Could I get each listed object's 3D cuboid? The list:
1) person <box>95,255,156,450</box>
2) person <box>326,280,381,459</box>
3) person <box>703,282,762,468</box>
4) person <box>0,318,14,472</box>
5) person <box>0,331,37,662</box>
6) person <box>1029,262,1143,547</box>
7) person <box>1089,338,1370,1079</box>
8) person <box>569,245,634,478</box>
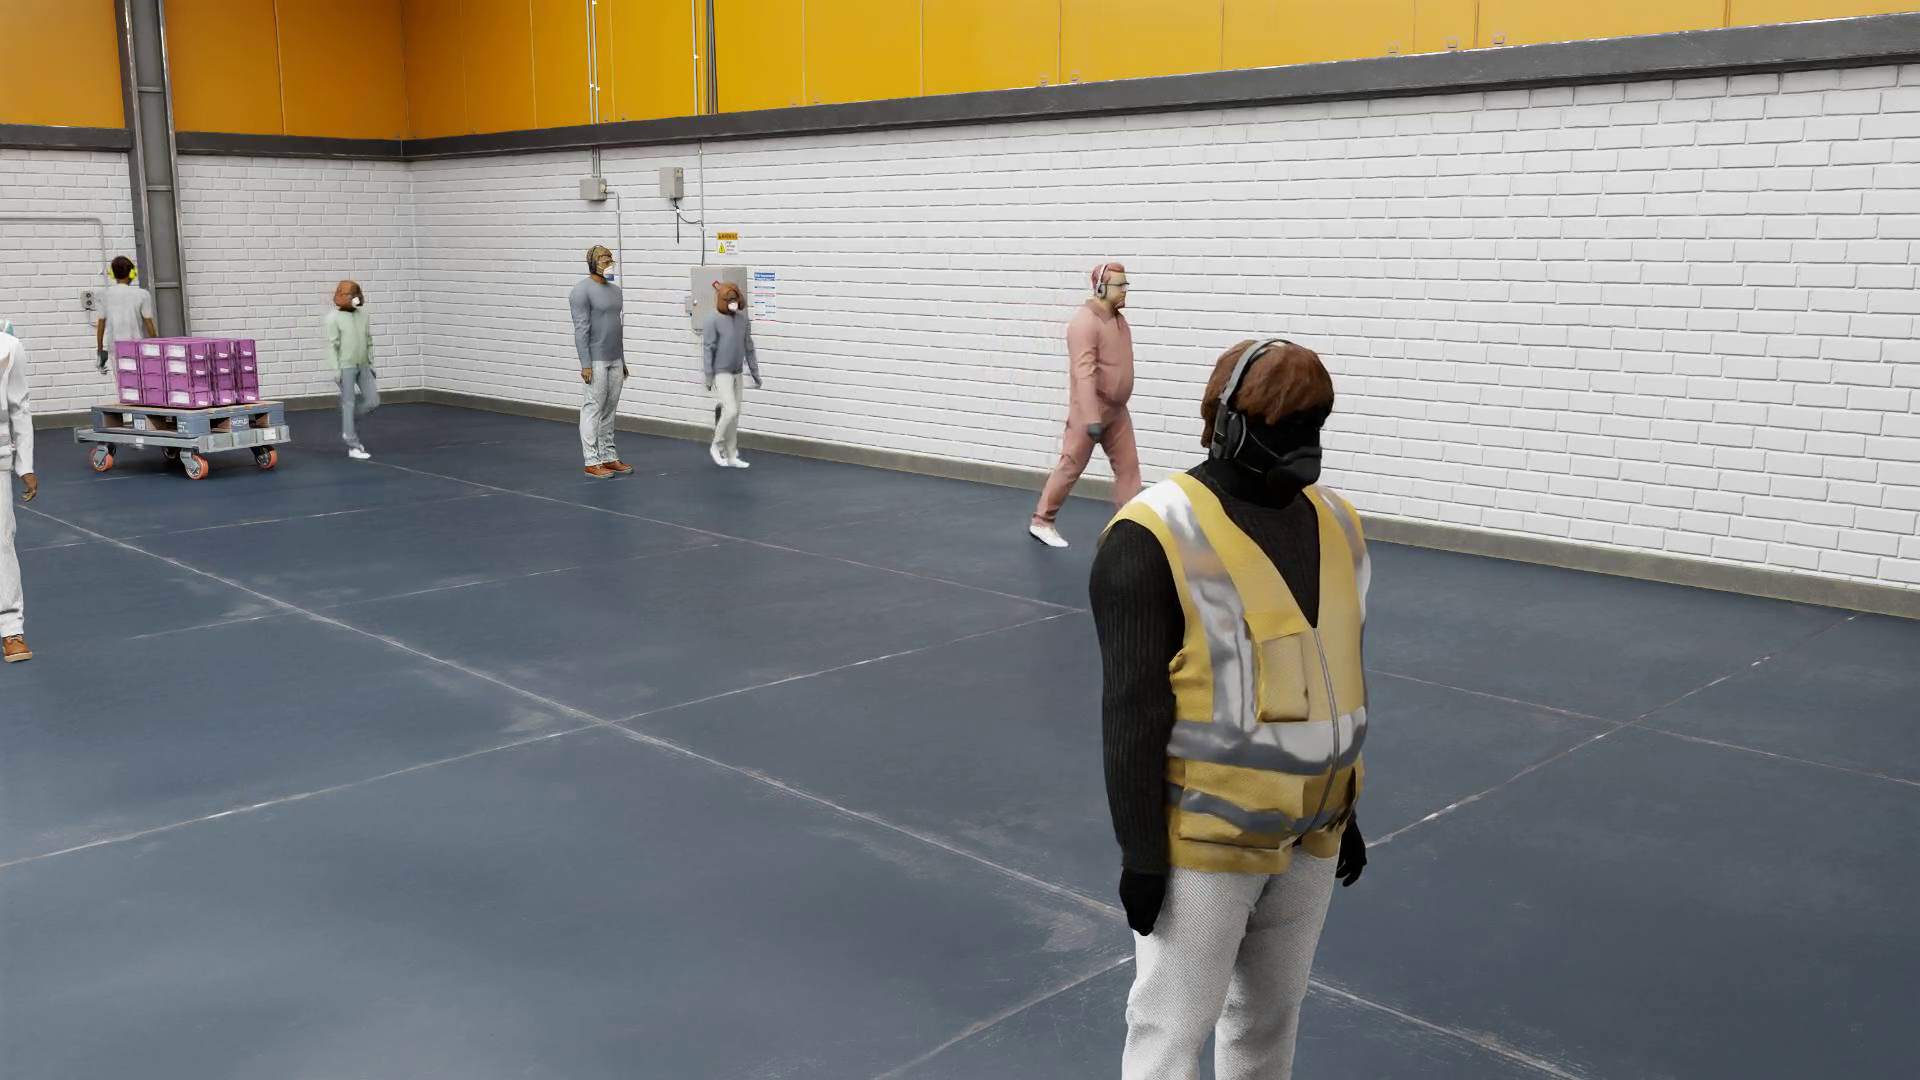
[{"bbox_3d":[-7.939,-1.784,15.838,0.558,1.837,0.797,-2,11,-11],"label":"person"},{"bbox_3d":[-5.496,-1.544,15.092,0.353,1.620,0.530,5,12,26],"label":"person"},{"bbox_3d":[-1.981,-1.419,14.418,0.332,1.612,0.526,6,12,31],"label":"person"},{"bbox_3d":[-8.048,-1.286,13.717,0.532,1.602,0.777,-5,12,-26],"label":"person"},{"bbox_3d":[-4.672,-0.340,7.824,0.572,1.885,0.356,-6,12,-29],"label":"person"},{"bbox_3d":[0.882,-0.842,10.664,1.003,1.862,0.665,7,12,33],"label":"person"},{"bbox_3d":[0.540,0.544,3.129,0.621,1.841,0.429,-7,13,-35],"label":"person"},{"bbox_3d":[-3.006,-1.498,13.990,0.372,1.940,0.631,4,11,21],"label":"person"}]
